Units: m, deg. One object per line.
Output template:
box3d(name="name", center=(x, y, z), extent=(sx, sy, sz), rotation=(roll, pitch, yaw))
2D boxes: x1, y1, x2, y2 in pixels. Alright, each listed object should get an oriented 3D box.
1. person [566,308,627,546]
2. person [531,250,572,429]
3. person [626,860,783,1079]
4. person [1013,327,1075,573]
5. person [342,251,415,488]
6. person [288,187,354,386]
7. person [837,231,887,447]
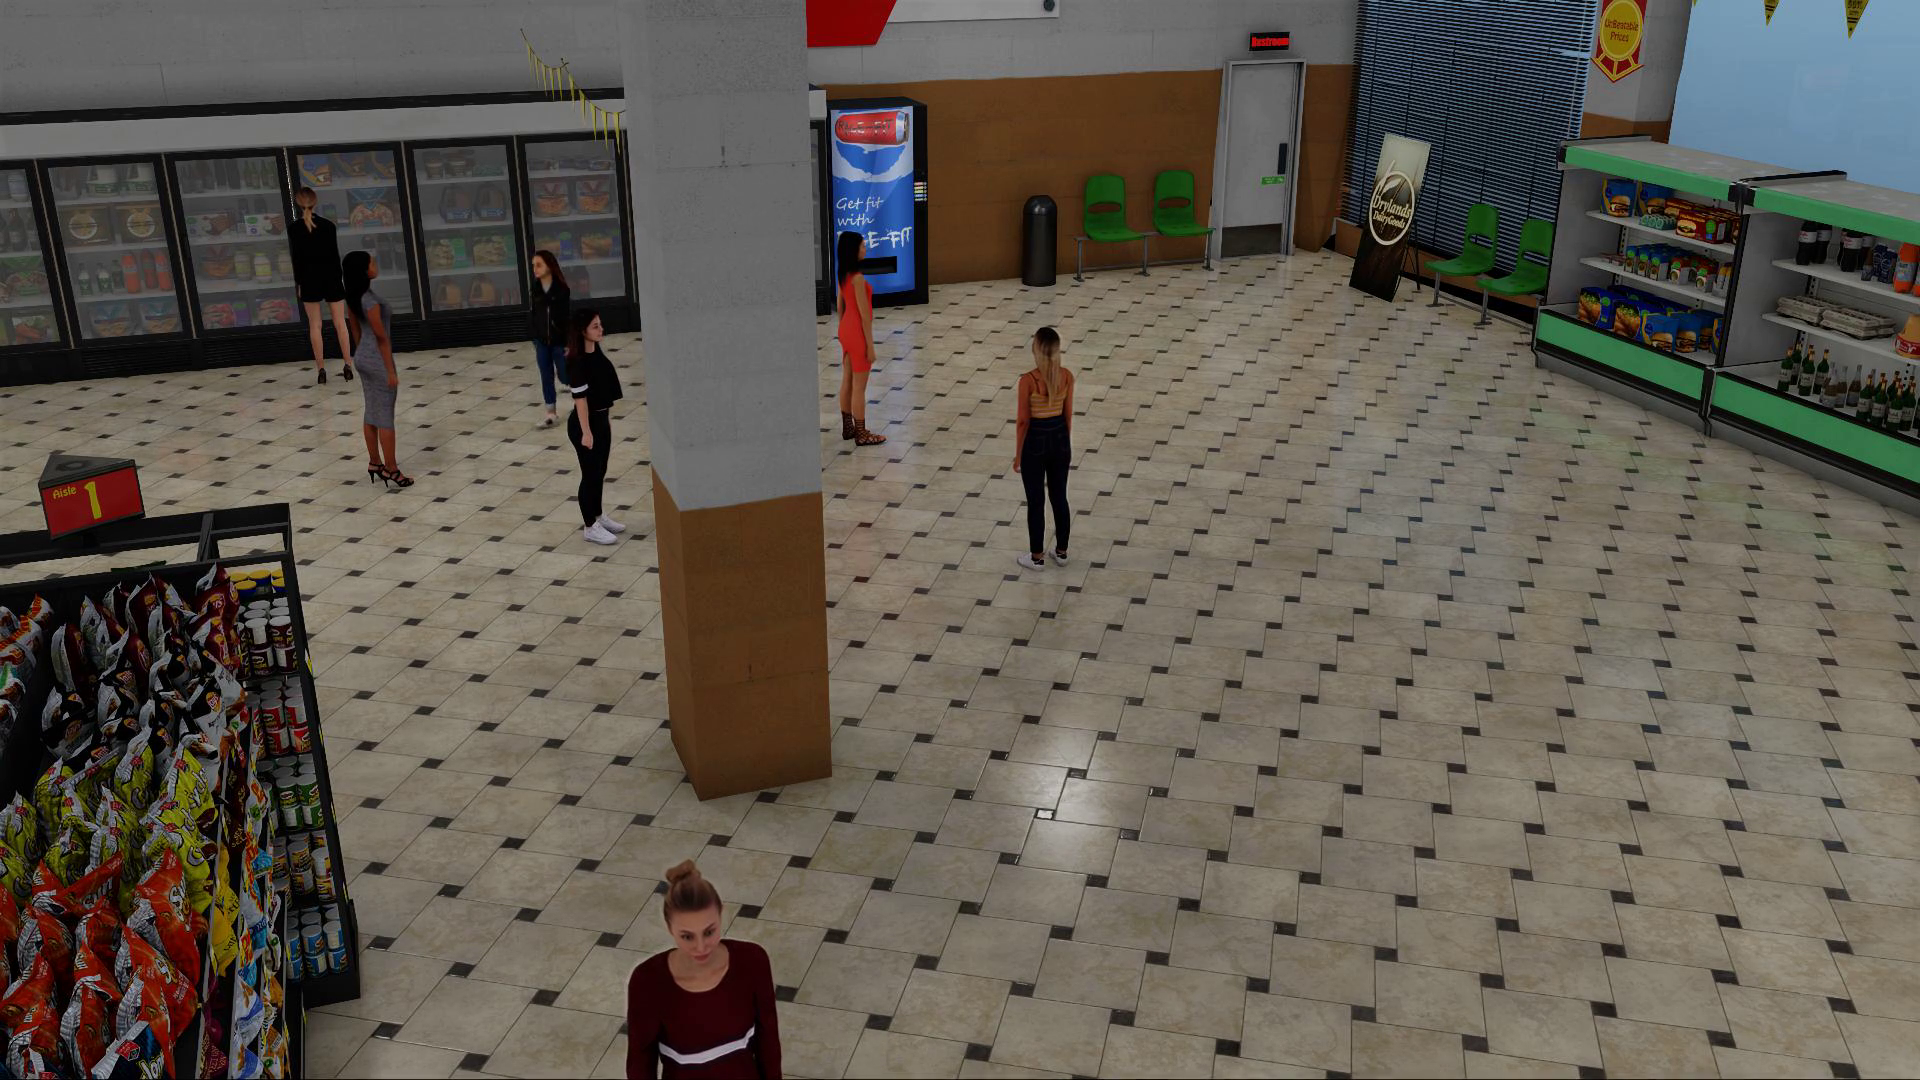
box3d(name="person", center=(-2.512, -0.789, 11.357), extent=(0.762, 1.639, 0.659), rotation=(2, 22, 6))
box3d(name="person", center=(-3.331, -1.675, 13.787), extent=(0.839, 1.472, 0.903), rotation=(10, 24, 23))
box3d(name="person", center=(-0.751, 1.732, 5.002), extent=(0.642, 1.699, 0.528), rotation=(-10, 24, -24))
box3d(name="person", center=(0.556, -0.594, 10.886), extent=(0.584, 1.627, 0.526), rotation=(-10, 24, -24))
box3d(name="person", center=(-4.348, -1.265, 12.350), extent=(0.718, 1.781, 0.591), rotation=(-20, 29, -41))
box3d(name="person", center=(-5.722, -2.272, 14.874), extent=(0.582, 1.768, 0.535), rotation=(-10, 24, -24))
box3d(name="person", center=(-0.838, -1.613, 13.302), extent=(0.688, 1.718, 0.520), rotation=(-12, 25, -28))
